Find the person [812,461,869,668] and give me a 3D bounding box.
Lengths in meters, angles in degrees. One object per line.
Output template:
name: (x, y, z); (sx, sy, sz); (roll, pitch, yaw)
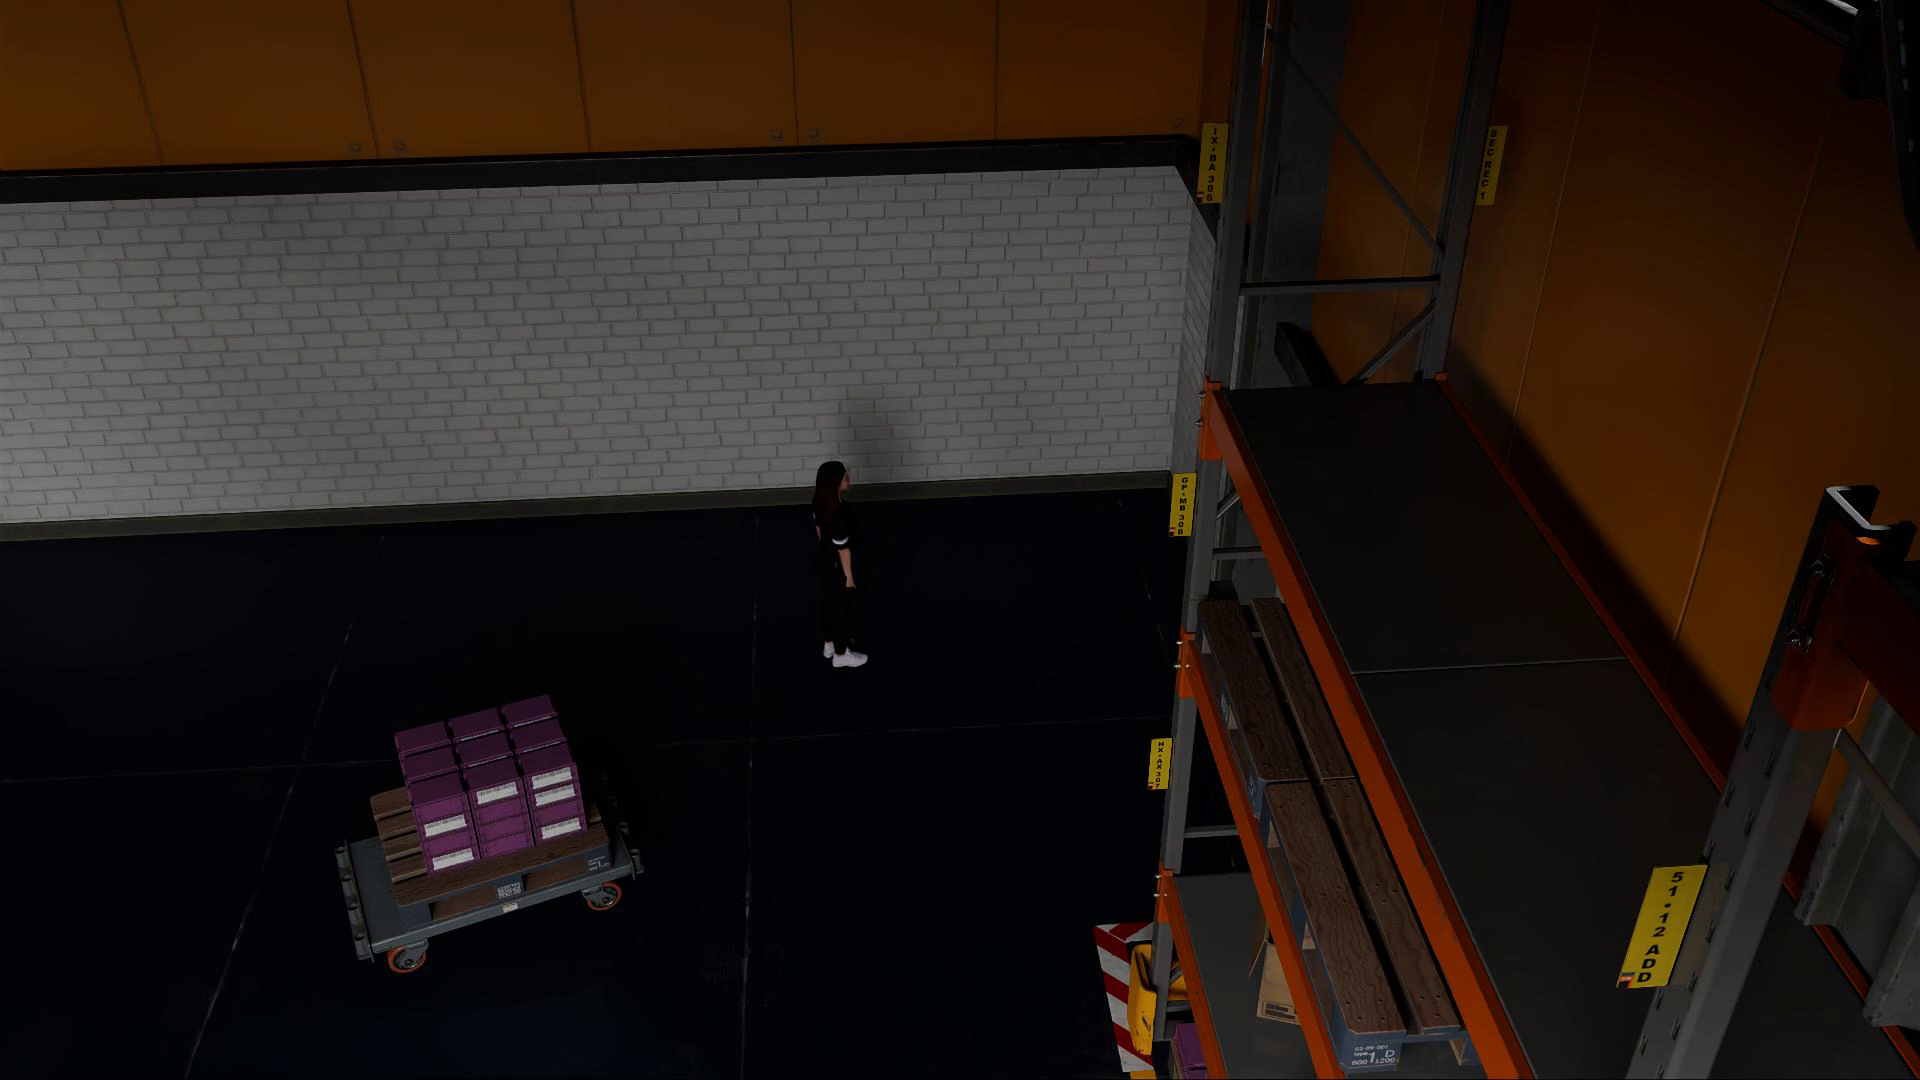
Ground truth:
person: (-0.873, 0.163, 11.629); (0.746, 1.639, 0.637); (-15, 37, -21)
